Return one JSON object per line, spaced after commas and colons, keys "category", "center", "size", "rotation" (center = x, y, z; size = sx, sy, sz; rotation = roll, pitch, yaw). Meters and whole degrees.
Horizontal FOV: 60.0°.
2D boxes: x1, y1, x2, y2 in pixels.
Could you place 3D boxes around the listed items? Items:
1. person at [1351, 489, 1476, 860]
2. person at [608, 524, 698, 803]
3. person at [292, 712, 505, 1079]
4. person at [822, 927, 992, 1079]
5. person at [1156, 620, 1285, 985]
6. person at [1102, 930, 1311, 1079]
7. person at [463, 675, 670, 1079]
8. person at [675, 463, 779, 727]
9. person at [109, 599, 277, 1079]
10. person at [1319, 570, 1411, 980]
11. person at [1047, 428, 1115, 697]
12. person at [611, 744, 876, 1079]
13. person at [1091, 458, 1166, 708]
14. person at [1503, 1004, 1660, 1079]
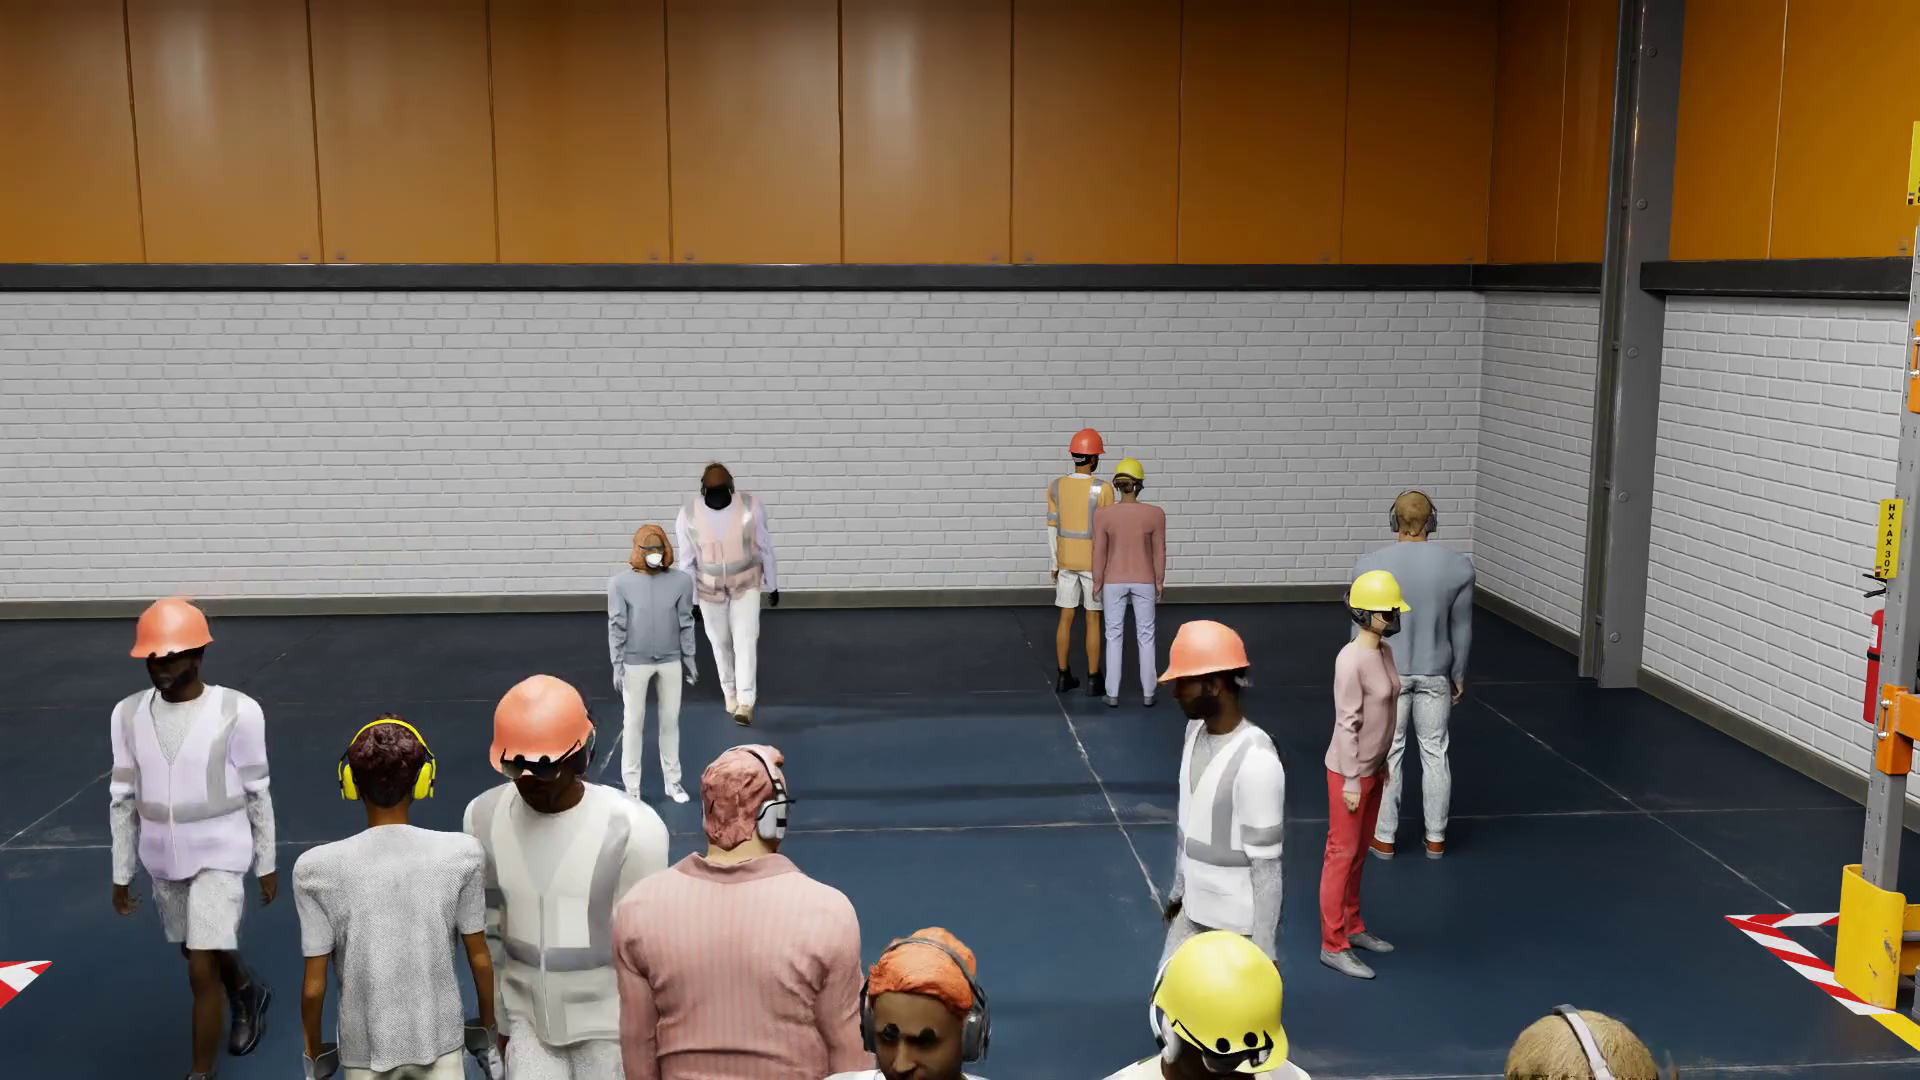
{"category": "person", "center": [2.329, 0.703, 8.633], "size": [0.628, 1.936, 0.377], "rotation": [1, 9, 4]}
{"category": "person", "center": [-1.755, 0.713, 9.515], "size": [0.503, 1.632, 0.278], "rotation": [-4, 10, -23]}
{"category": "person", "center": [-1.514, 1.392, 4.511], "size": [0.528, 1.869, 0.313], "rotation": [-3, 10, -20]}
{"category": "person", "center": [-0.064, 1.619, 3.060], "size": [0.578, 1.885, 0.369], "rotation": [1, 9, 9]}
{"category": "person", "center": [0.857, 1.215, 5.492], "size": [0.435, 1.915, 0.657], "rotation": [-3, 10, -18]}
{"category": "person", "center": [0.464, 1.621, 3.223], "size": [0.589, 1.822, 0.403], "rotation": [-5, 10, -27]}
{"category": "person", "center": [-1.042, 1.298, 4.741], "size": [0.618, 2.001, 0.809], "rotation": [2, 9, 14]}
{"category": "person", "center": [-1.575, 0.368, 11.240], "size": [0.678, 1.780, 0.987], "rotation": [0, 9, -3]}
{"category": "person", "center": [-2.779, 1.122, 6.113], "size": [0.550, 1.909, 0.943], "rotation": [0, 9, 2]}
{"category": "person", "center": [1.777, 1.003, 7.278], "size": [0.326, 1.769, 0.524], "rotation": [6, 11, 31]}
{"category": "person", "center": [0.898, 0.163, 12.017], "size": [0.552, 1.937, 0.356], "rotation": [6, 11, 33]}
{"category": "person", "center": [-0.506, 1.439, 4.122], "size": [0.636, 1.903, 0.405], "rotation": [2, 9, 12]}
{"category": "person", "center": [1.180, 0.306, 11.672], "size": [0.524, 1.764, 0.329], "rotation": [0, 9, 3]}
{"category": "person", "center": [1.074, 1.684, 2.664], "size": [0.824, 1.878, 0.702], "rotation": [-4, 10, -26]}
